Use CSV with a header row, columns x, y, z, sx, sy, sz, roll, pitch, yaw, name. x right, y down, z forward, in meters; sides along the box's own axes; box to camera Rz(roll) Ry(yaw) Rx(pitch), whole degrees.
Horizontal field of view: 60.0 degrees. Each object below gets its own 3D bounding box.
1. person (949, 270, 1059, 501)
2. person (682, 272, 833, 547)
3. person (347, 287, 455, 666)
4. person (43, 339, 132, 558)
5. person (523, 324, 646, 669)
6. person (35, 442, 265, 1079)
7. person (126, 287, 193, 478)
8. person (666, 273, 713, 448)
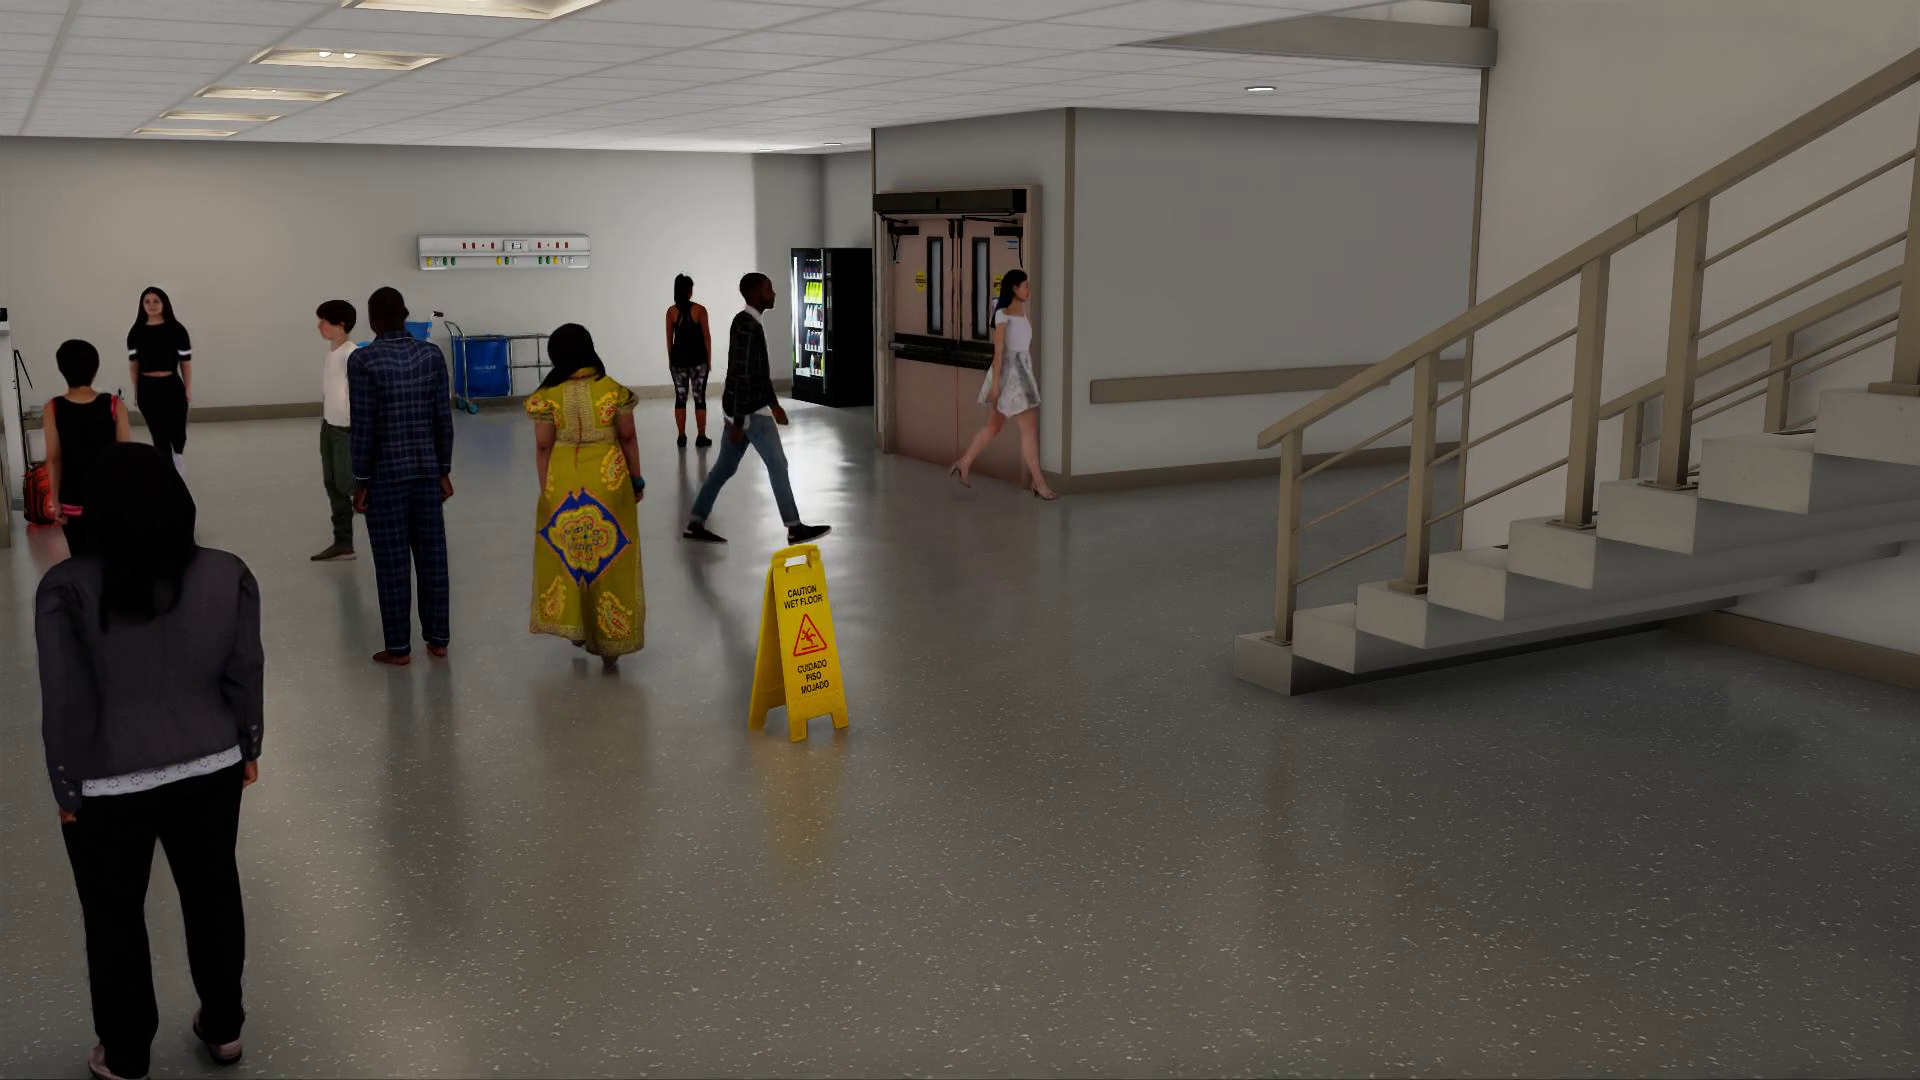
x,y,z,sx,sy,sz,roll,pitch,yaw,name
0.312,-1.163,12.791,1.233,1.729,1.049,6,12,28,person
-1.480,-0.797,10.742,0.935,1.773,1.201,-3,11,-16,person
-2.709,-0.316,8.070,0.716,1.826,0.671,-9,14,-40,person
-4.342,-0.213,8.309,0.582,1.533,0.941,-5,12,-25,person
-1.777,-0.193,7.926,0.889,1.636,0.942,-1,11,-7,person
-1.982,0.556,4.094,0.726,1.595,0.725,-10,14,-41,person
-6.276,-1.167,13.089,0.678,1.626,0.904,-4,12,-21,person
-2.605,-1.732,15.971,0.654,1.661,0.675,1,11,3,person
